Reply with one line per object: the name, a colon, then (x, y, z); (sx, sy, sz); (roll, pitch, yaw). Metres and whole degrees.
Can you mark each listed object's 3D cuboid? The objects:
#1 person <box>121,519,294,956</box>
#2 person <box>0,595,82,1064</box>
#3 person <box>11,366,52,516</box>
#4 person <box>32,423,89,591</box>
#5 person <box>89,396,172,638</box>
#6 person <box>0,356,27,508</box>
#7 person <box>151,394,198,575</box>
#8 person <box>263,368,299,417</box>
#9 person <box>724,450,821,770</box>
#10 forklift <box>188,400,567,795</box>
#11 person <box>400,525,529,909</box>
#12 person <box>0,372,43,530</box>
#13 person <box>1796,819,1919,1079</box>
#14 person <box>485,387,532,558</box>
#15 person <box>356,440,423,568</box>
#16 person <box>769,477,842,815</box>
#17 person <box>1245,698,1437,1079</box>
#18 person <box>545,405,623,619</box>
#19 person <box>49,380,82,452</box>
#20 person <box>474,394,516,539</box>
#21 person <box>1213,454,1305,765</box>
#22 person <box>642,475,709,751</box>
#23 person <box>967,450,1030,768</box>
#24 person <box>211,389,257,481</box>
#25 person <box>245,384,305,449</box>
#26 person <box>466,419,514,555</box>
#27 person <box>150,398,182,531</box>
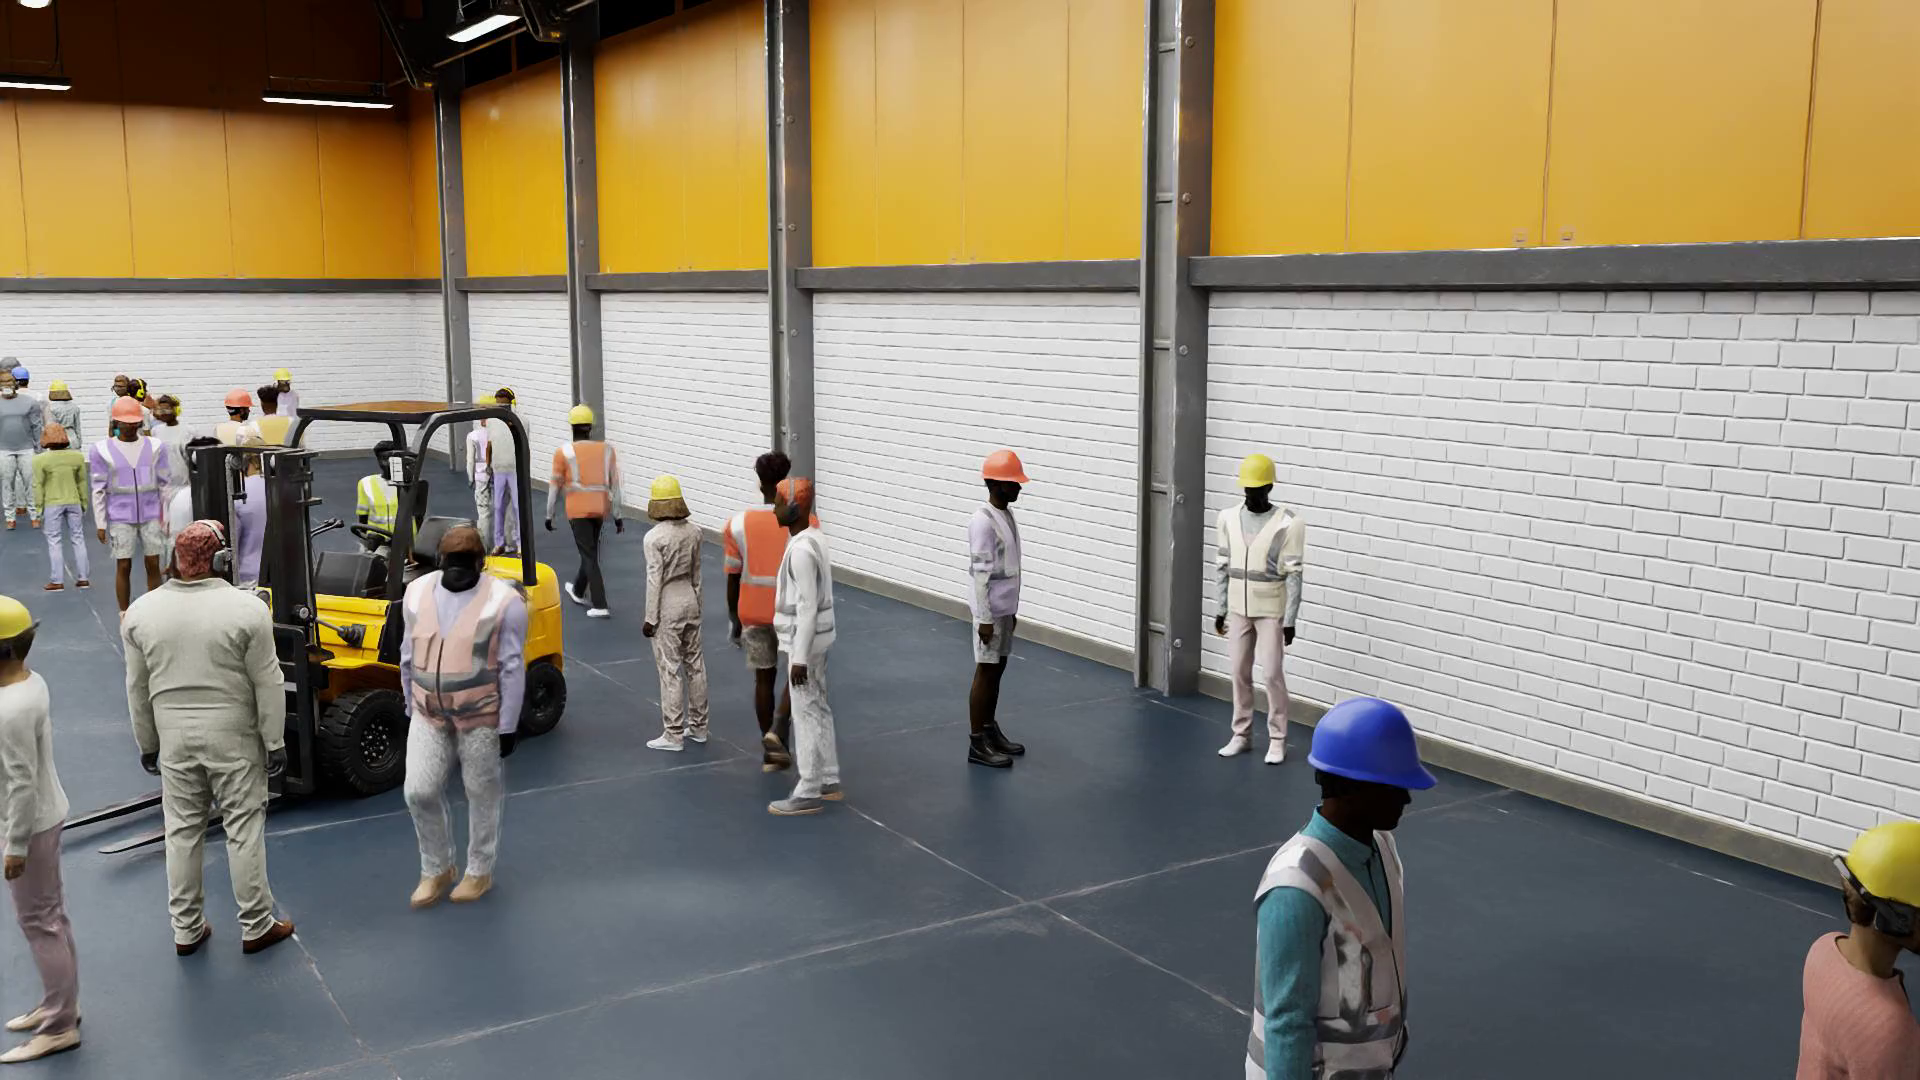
person: (-3.256, 0.860, 7.262); (0.652, 1.906, 0.403); (0, 8, -1)
person: (-3.549, 1.076, 6.277); (0.326, 1.767, 0.532); (-4, 9, -23)
person: (-12.068, -1.270, 21.520); (0.604, 1.939, 0.416); (-6, 10, -35)
person: (-8.723, -0.321, 16.156); (0.276, 1.627, 0.497); (7, 11, 38)
person: (-6.912, -0.190, 13.931); (0.611, 2.032, 0.411); (-7, 11, -38)
person: (-12.713, -1.454, 22.402); (0.536, 2.000, 0.684); (-8, 12, -43)
person: (-8.013, -0.562, 17.022); (0.526, 1.856, 0.320); (1, 9, 7)
person: (-9.532, -1.511, 23.479); (0.403, 1.835, 0.586); (5, 10, 32)
person: (-1.117, 0.443, 9.908); (0.623, 1.948, 0.515); (2, 9, 12)
forklift: (-3.529, 0.258, 10.348); (1.214, 2.155, 2.313); (4, 9, 25)
person: (-2.335, 0.830, 7.741); (0.650, 1.821, 0.555); (1, 9, 10)
person: (-11.523, -1.077, 20.264); (0.636, 1.928, 0.386); (-5, 10, -30)
person: (1.992, 1.466, 3.680); (0.344, 1.758, 0.532); (2, 9, 14)
person: (-4.925, -0.730, 18.123); (0.520, 1.865, 0.328); (0, 8, 0)
person: (-4.642, 0.025, 13.590); (0.540, 1.695, 0.317); (-2, 9, -11)
person: (-0.867, 0.583, 9.219); (0.349, 1.884, 0.585); (0, 8, 0)
person: (0.910, 1.325, 4.040); (0.425, 1.938, 0.604); (5, 10, 33)
person: (-3.405, -0.266, 14.950); (0.609, 1.871, 1.011); (-8, 11, -42)
person: (-11.905, -1.256, 22.101); (0.326, 1.736, 0.486); (3, 9, 20)
person: (-5.545, -0.861, 19.565); (0.892, 1.687, 0.503); (5, 10, 28)
person: (1.819, 0.419, 10.218); (0.590, 1.915, 0.409); (7, 11, 40)
person: (-1.826, 0.456, 10.533); (0.319, 1.740, 0.492); (5, 10, 33)
person: (0.247, 0.410, 10.190); (0.375, 1.935, 0.551); (3, 9, 18)
person: (-7.142, -0.534, 16.549); (0.551, 1.935, 0.371); (3, 9, 22)
person: (-7.104, -0.648, 17.321); (0.615, 1.938, 0.763); (-4, 9, -26)
person: (-5.164, -0.651, 18.340); (0.523, 1.638, 0.310); (-2, 9, -16)
person: (-9.617, -0.912, 20.211); (0.324, 1.616, 0.528); (5, 10, 32)
